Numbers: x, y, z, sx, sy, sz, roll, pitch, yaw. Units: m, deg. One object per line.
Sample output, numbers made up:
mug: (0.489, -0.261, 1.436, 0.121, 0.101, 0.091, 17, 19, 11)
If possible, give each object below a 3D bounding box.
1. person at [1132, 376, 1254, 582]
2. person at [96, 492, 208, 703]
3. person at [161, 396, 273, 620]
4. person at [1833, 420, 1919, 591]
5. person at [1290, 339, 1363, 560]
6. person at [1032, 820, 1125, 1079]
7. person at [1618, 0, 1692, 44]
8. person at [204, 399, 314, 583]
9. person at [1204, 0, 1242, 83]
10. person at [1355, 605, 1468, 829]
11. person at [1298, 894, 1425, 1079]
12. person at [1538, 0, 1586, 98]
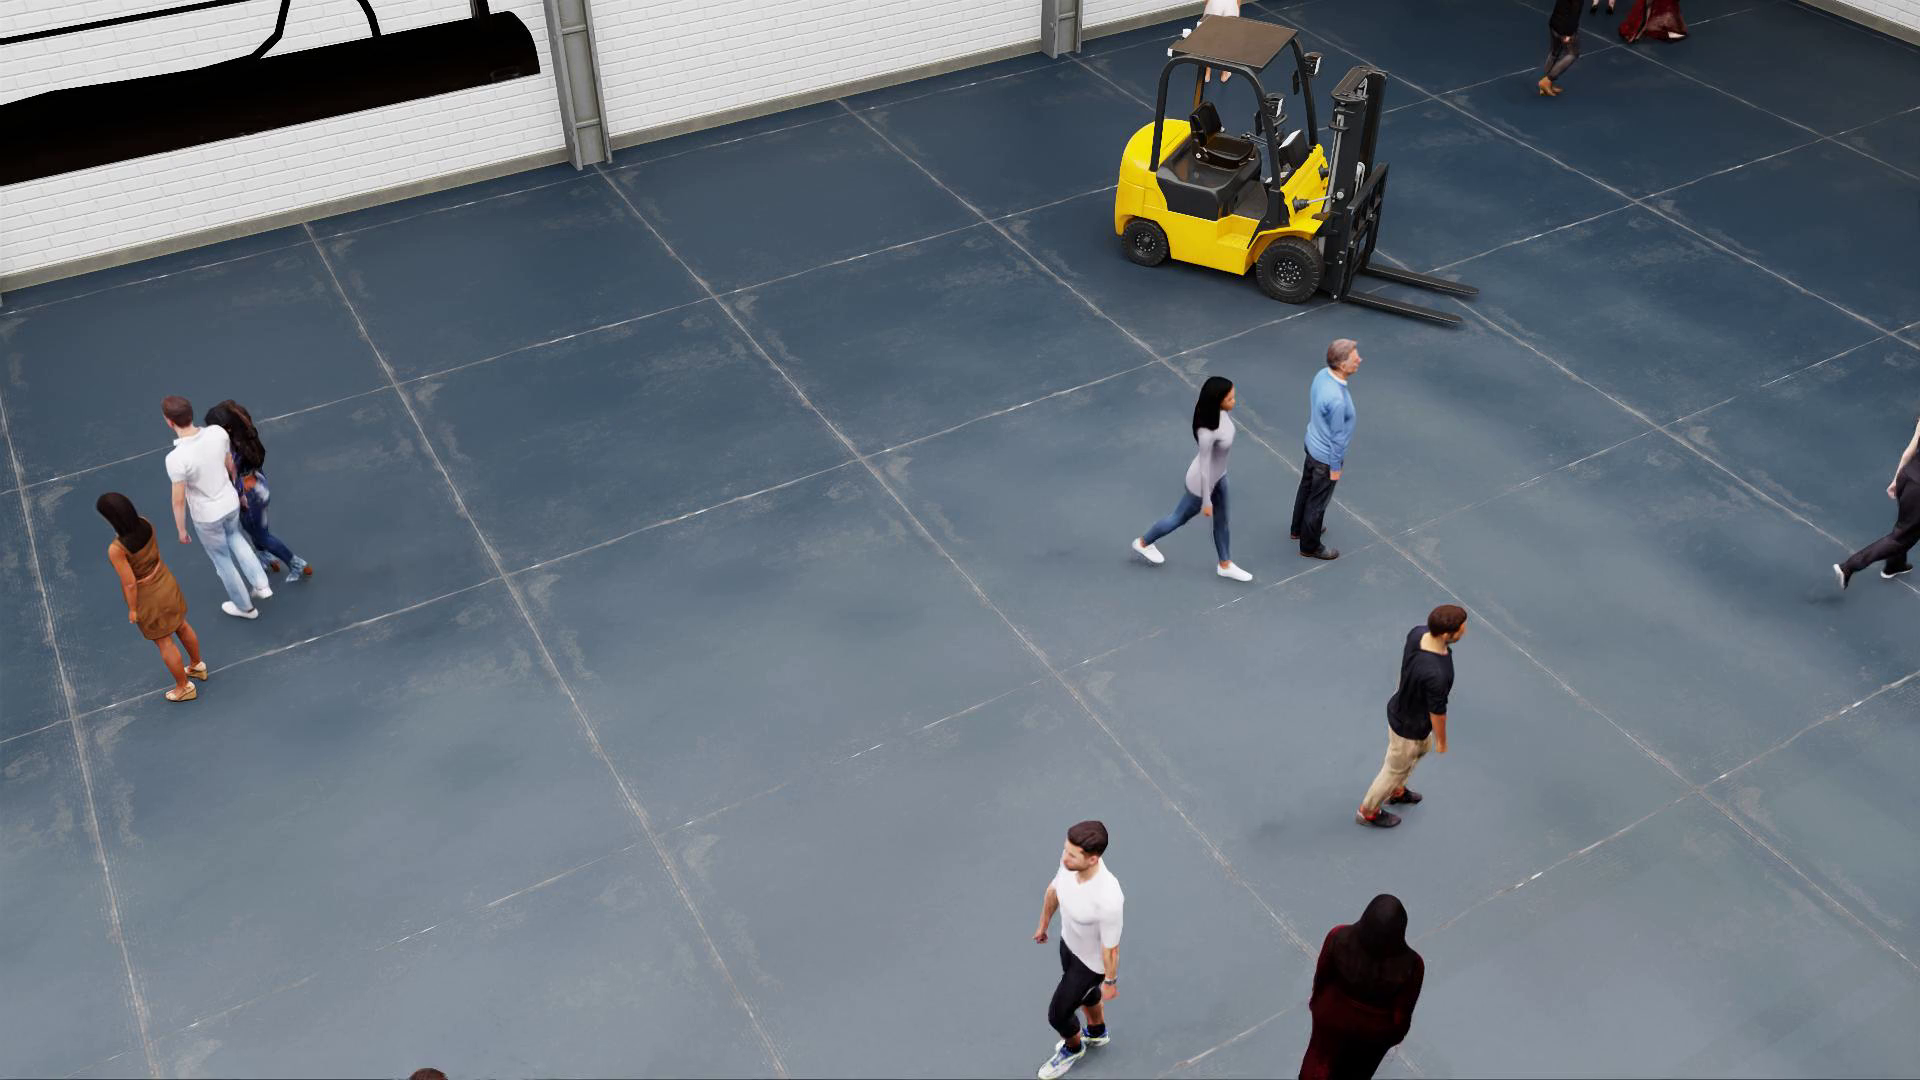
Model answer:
person: (1.659, -0.426, 11.940, 1.159, 1.698, 1.170, 12, 40, 15)
person: (-5.319, 0.366, 10.957, 0.674, 1.687, 0.639, 4, 39, 5)
person: (-5.091, -0.185, 11.524, 0.876, 1.840, 0.785, 16, 41, 19)
person: (6.721, -0.325, 11.795, 1.120, 1.721, 0.779, -9, 40, -11)
person: (2.672, -0.688, 12.171, 0.720, 1.818, 0.741, -3, 39, -4)
person: (0.732, 2.097, 8.670, 0.740, 1.835, 0.739, -15, 41, -18)
person: (8.311, -6.704, 19.888, 1.053, 1.589, 1.098, 17, 42, 21)
person: (-4.999, -0.311, 11.870, 0.804, 1.606, 0.708, -10, 40, -13)
person: (2.996, -6.095, 19.040, 0.649, 1.697, 0.727, 4, 39, 5)
person: (2.606, 1.085, 9.938, 0.839, 1.836, 0.796, 0, 39, 0)
person: (1.977, 2.436, 8.321, 0.949, 1.742, 1.064, 17, 42, 20)
person: (6.732, -5.793, 18.649, 0.711, 1.712, 0.717, -10, 40, -12)
